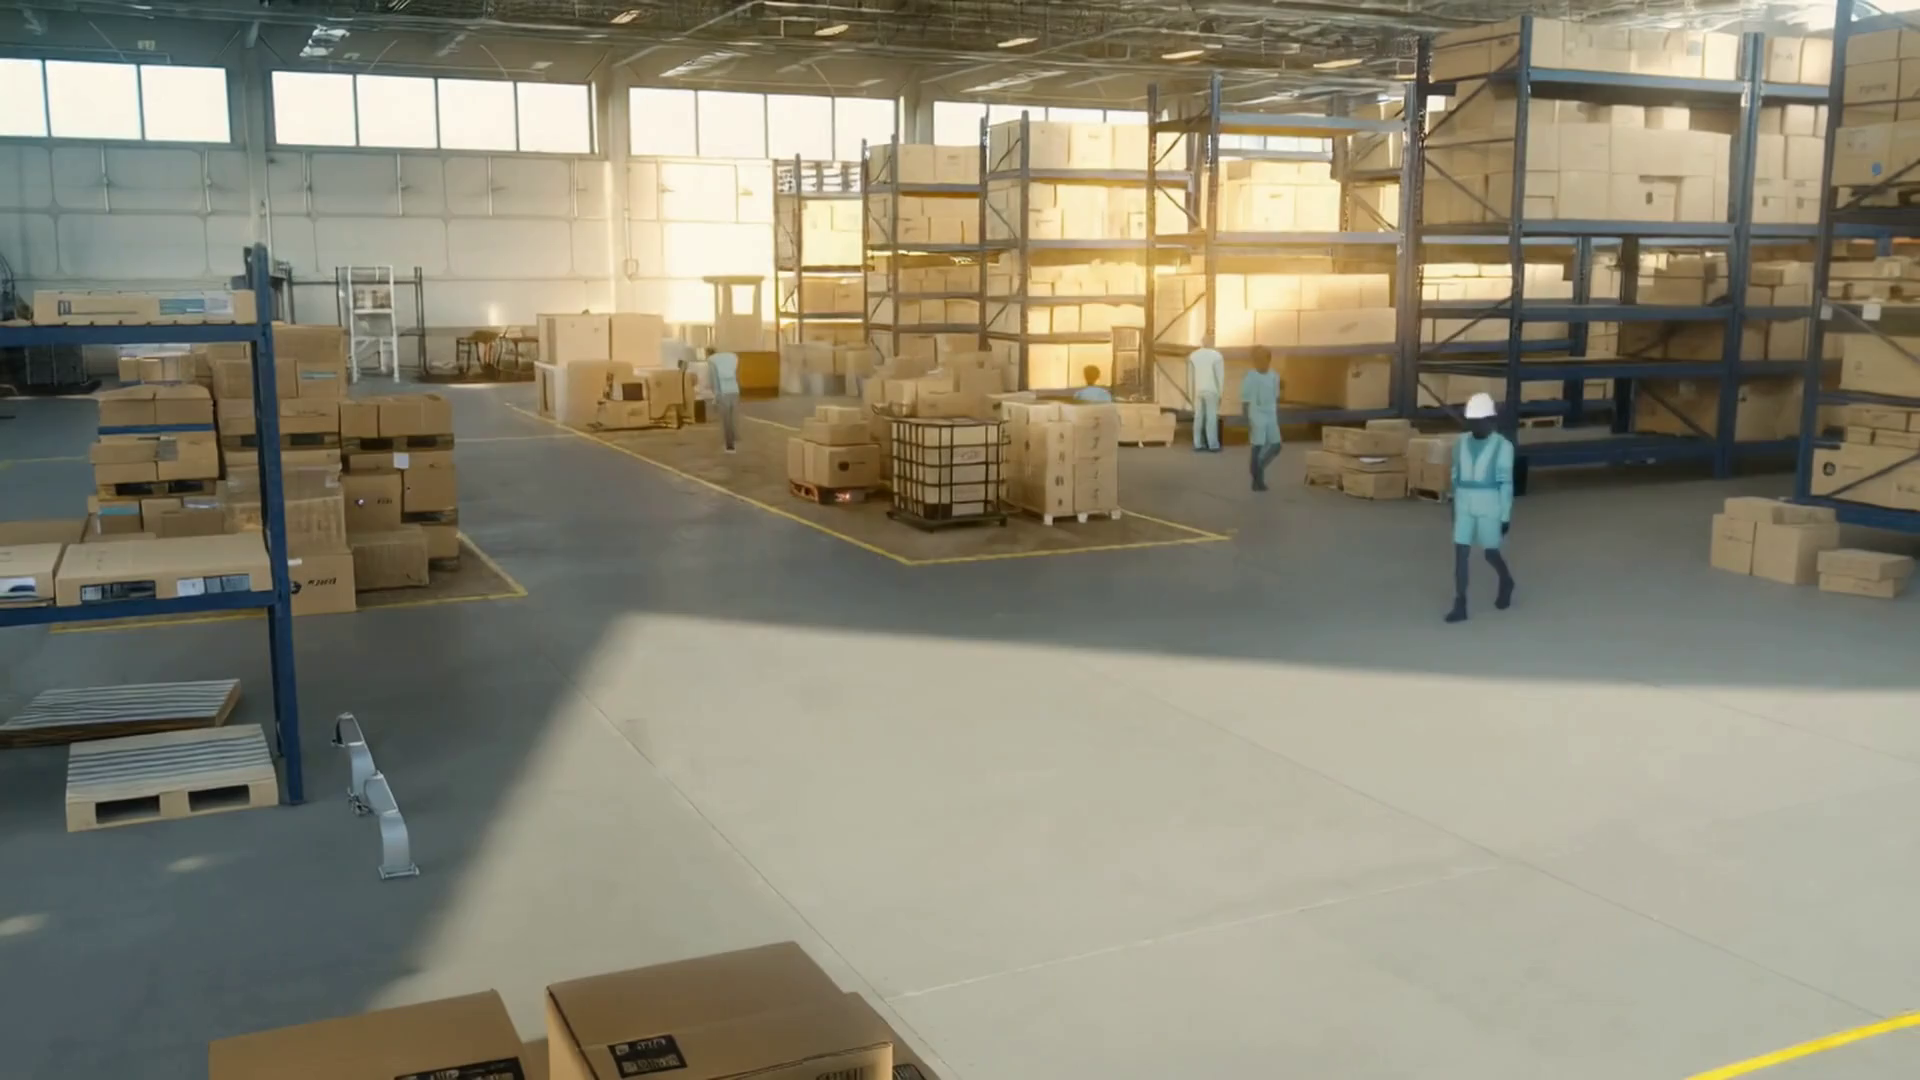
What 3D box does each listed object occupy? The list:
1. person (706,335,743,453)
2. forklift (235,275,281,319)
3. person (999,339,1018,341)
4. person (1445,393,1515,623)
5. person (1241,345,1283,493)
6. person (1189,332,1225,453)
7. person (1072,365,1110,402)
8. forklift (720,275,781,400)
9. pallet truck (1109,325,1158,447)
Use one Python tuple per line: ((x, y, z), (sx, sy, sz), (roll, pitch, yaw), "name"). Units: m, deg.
((-3.753, -2.338, 26.672), (0.498, 1.891, 0.600), (7, 12, 37), "person")
((-15.623, -4.529, 37.187), (1.129, 2.768, 1.873), (-4, 10, -25), "forklift")
((1.252, -4.435, 39.487), (1.011, 1.940, 0.659), (-5, 10, -27), "person")
((4.379, -0.280, 13.860), (0.551, 1.913, 0.830), (9, 13, 43), "person")
((3.961, -1.579, 21.758), (0.629, 1.945, 0.425), (-5, 10, -27), "person")
((3.969, -2.371, 26.712), (0.631, 1.940, 0.372), (7, 12, 38), "person")
((1.681, -1.460, 21.892), (0.538, 1.674, 0.689), (-2, 9, -15), "person")
((-4.943, -4.653, 37.954), (1.129, 2.768, 1.873), (-6, 11, -31), "forklift")
((2.881, -2.596, 27.923), (0.823, 1.965, 1.885), (-1, 9, -7), "pallet truck")
